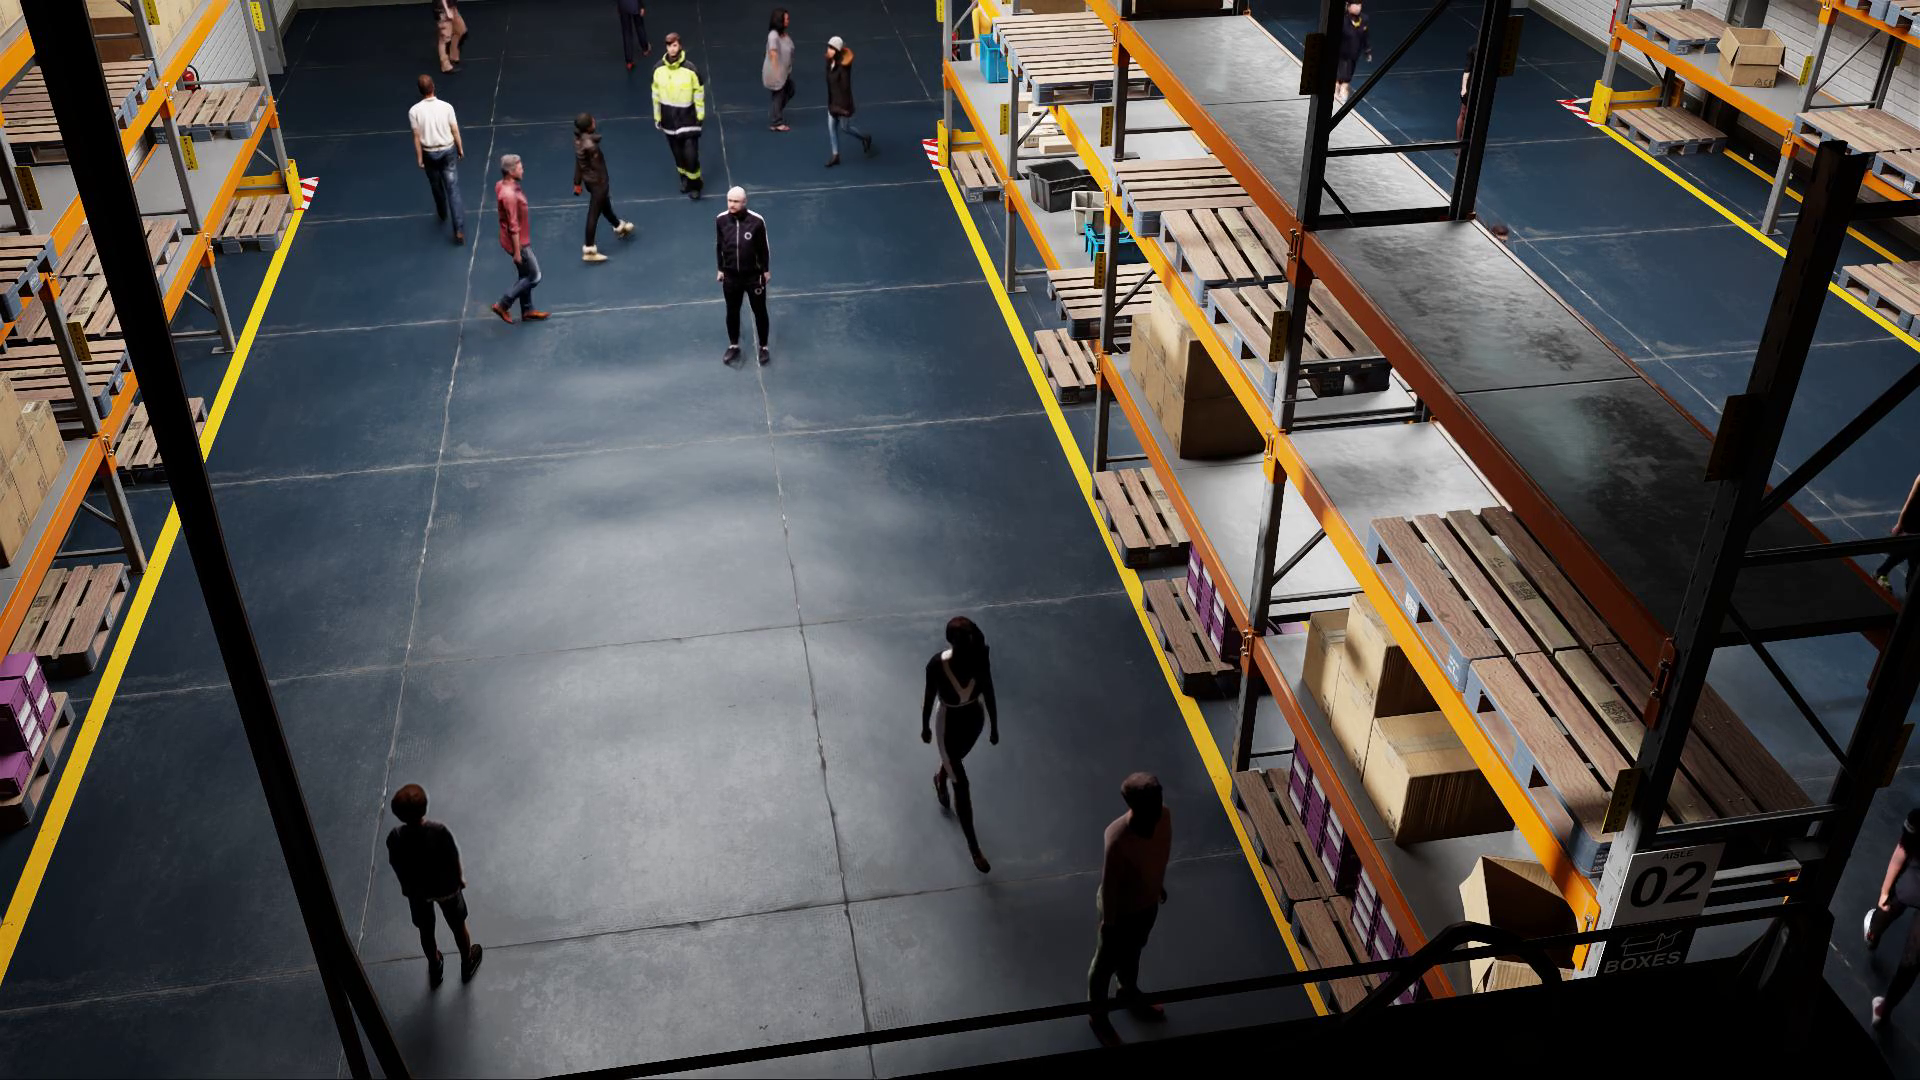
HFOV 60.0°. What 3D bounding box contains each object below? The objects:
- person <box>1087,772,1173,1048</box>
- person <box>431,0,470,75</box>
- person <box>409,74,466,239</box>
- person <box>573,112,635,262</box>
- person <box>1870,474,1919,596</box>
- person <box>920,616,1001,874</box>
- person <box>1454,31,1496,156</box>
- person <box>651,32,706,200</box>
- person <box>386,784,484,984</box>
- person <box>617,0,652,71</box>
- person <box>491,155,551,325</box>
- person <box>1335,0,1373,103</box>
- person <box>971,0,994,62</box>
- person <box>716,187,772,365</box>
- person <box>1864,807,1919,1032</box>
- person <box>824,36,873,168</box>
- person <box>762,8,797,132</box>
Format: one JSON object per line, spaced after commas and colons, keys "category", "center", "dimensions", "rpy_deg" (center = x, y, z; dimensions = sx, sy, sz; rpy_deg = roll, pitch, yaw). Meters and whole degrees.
{"category": "person", "center": [0.950, 2.017, 9.287], "dimensions": [0.773, 1.874, 0.798], "rpy_deg": [-29, 43, -36]}
{"category": "person", "center": [-7.468, -7.602, 23.802], "dimensions": [0.777, 1.827, 0.640], "rpy_deg": [-1, 34, -1]}
{"category": "person", "center": [-5.878, -4.302, 18.860], "dimensions": [0.888, 1.801, 1.305], "rpy_deg": [-13, 36, -19]}
{"category": "person", "center": [-3.926, -3.978, 18.520], "dimensions": [1.094, 1.638, 1.167], "rpy_deg": [2, 34, 3]}
{"category": "person", "center": [7.418, -0.144, 12.868], "dimensions": [0.594, 1.509, 1.016], "rpy_deg": [-7, 34, -11]}
{"category": "person", "center": [-0.037, 1.180, 10.663], "dimensions": [0.805, 1.745, 1.215], "rpy_deg": [-14, 36, -20]}
{"category": "person", "center": [6.562, -5.723, 21.085], "dimensions": [0.634, 1.705, 0.575], "rpy_deg": [2, 34, 4]}
{"category": "person", "center": [-3.340, -5.137, 19.970], "dimensions": [0.897, 1.963, 0.944], "rpy_deg": [5, 34, 7]}
{"category": "person", "center": [-3.084, 2.000, 9.699], "dimensions": [0.526, 1.446, 0.500], "rpy_deg": [-5, 34, -8]}
{"category": "person", "center": [-4.791, -7.649, 24.003], "dimensions": [0.859, 1.682, 1.173], "rpy_deg": [3, 34, 5]}
{"category": "person", "center": [-4.598, -3.015, 16.917], "dimensions": [0.854, 1.808, 0.827], "rpy_deg": [-12, 35, -17]}
{"category": "person", "center": [5.152, -6.485, 22.286], "dimensions": [0.816, 1.644, 1.035], "rpy_deg": [-13, 36, -18]}
{"category": "person", "center": [0.278, -6.555, 22.296], "dimensions": [0.734, 1.749, 0.641], "rpy_deg": [13, 36, 19]}
{"category": "person", "center": [-2.110, -2.599, 16.269], "dimensions": [0.748, 1.833, 0.685], "rpy_deg": [4, 34, 6]}
{"category": "person", "center": [5.437, 2.059, 9.390], "dimensions": [1.049, 1.691, 1.189], "rpy_deg": [17, 37, 23]}
{"category": "person", "center": [-1.446, -5.494, 20.822], "dimensions": [0.969, 1.614, 0.976], "rpy_deg": [-29, 43, -36]}
{"category": "person", "center": [-2.467, -6.202, 21.907], "dimensions": [0.775, 1.592, 0.675], "rpy_deg": [4, 34, 6]}
